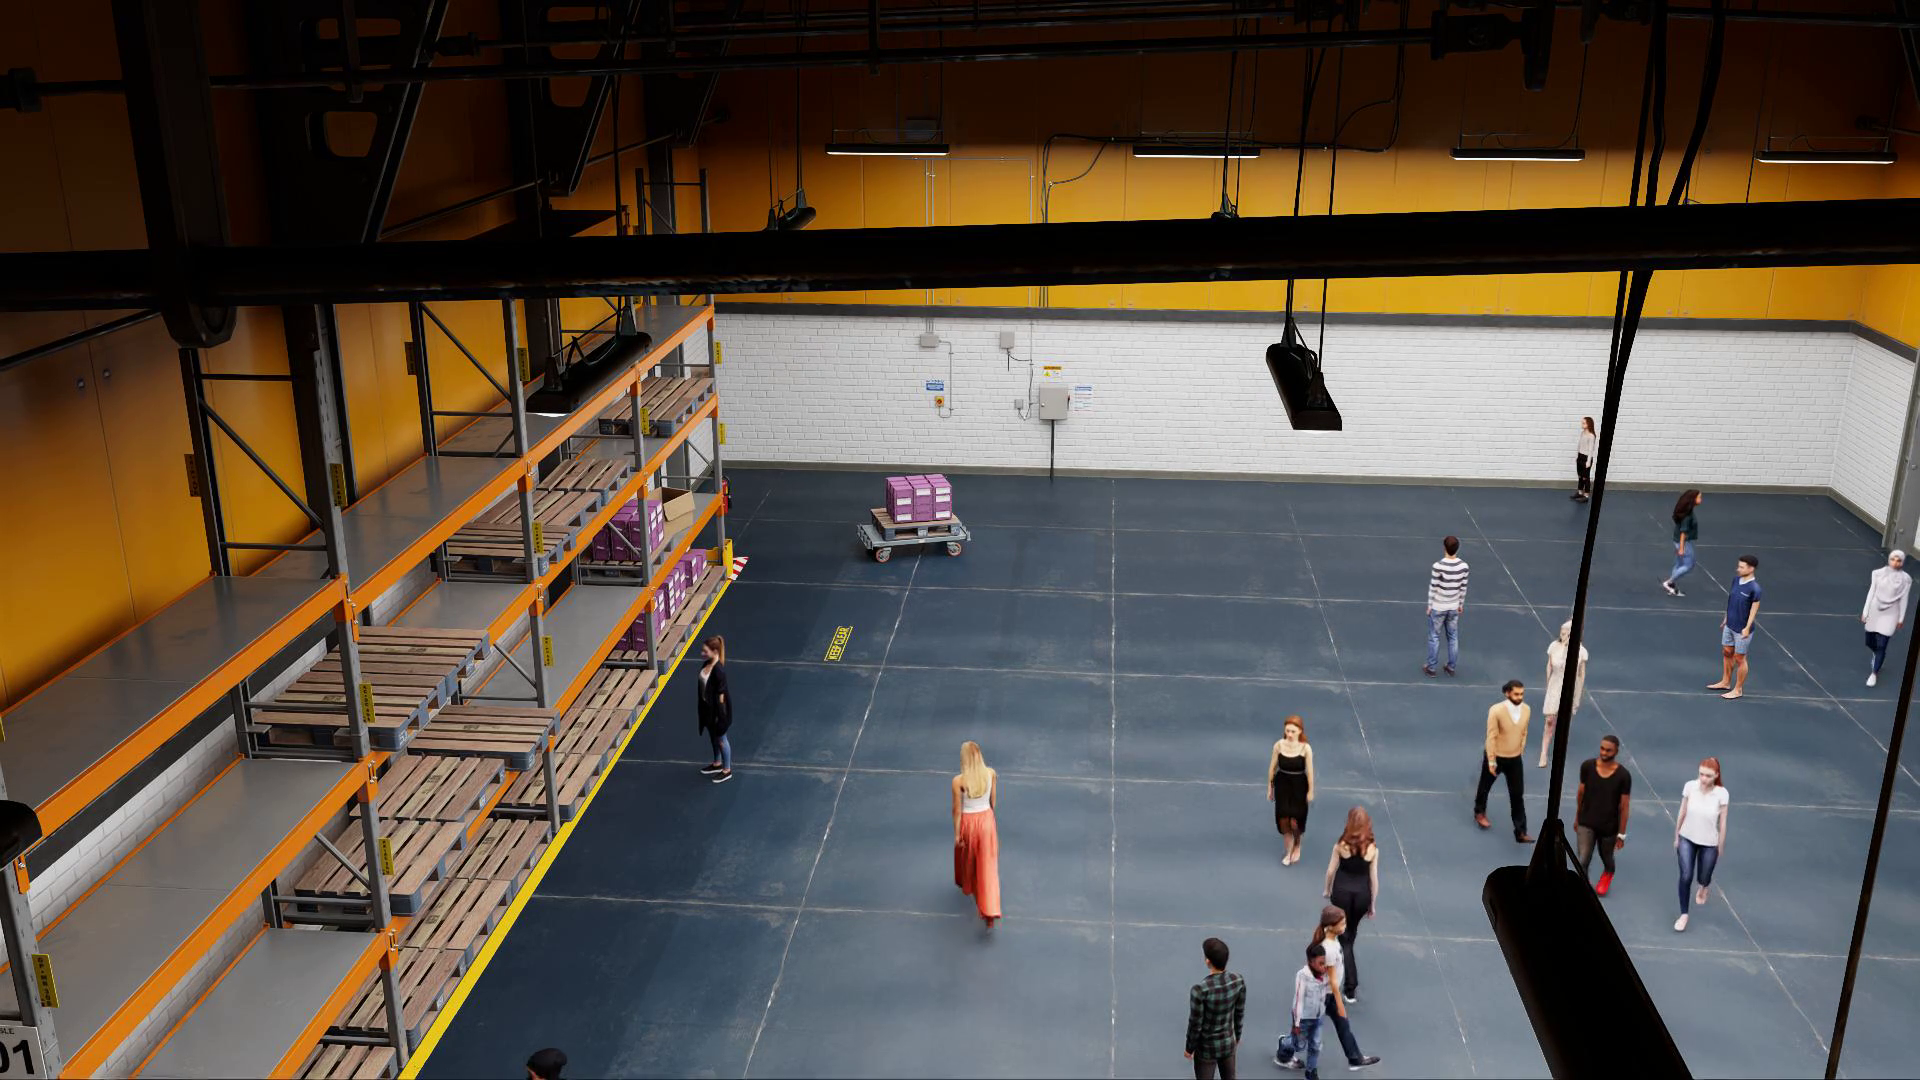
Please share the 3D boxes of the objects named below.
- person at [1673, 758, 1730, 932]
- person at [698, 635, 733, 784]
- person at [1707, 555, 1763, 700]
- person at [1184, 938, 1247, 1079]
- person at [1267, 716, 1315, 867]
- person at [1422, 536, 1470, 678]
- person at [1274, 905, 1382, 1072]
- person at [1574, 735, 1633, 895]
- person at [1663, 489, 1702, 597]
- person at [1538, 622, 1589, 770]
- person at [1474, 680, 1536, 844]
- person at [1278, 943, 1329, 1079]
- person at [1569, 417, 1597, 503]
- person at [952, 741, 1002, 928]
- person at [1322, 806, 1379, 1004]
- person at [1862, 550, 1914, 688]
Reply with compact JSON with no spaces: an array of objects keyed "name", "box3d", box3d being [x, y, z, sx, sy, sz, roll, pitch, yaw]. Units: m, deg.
[{"name":"person","box3d":[6.933,2.805,15.577,0.815,1.720,0.960,13,22,33]},{"name":"person","box3d":[-2.702,1.856,18.441,0.779,1.691,0.692,-11,22,-30]},{"name":"person","box3d":[9.659,1.048,20.602,0.742,1.843,0.590,-4,19,-10]},{"name":"person","box3d":[1.994,3.850,12.872,0.748,1.714,0.703,-8,20,-22]},{"name":"person","box3d":[3.356,2.483,16.705,0.684,1.611,0.702,8,20,24]},{"name":"person","box3d":[6.189,0.844,21.202,0.686,1.847,0.621,-3,19,-9]},{"name":"person","box3d":[2.857,3.643,13.407,0.676,1.516,1.025,3,19,10]},{"name":"person","box3d":[6.134,2.677,15.862,1.048,1.781,1.246,13,23,34]},{"name":"person","box3d":[10.329,0.044,23.957,0.730,1.605,0.629,8,20,22]},{"name":"person","box3d":[6.857,1.722,18.839,0.897,1.692,1.177,10,21,27]},{"name":"person","box3d":[5.586,2.246,17.261,0.855,1.705,1.213,-3,19,-9]},{"name":"person","box3d":[2.781,3.782,13.415,0.659,1.249,0.799,-7,20,-20]},{"name":"person","box3d":[10.684,-1.390,28.409,0.650,1.482,0.508,-4,19,-13]},{"name":"person","box3d":[0.189,2.785,15.590,0.936,1.750,1.352,-4,19,-13]},{"name":"person","box3d":[3.405,3.189,14.476,0.629,1.694,1.184,1,19,2]},{"name":"person","box3d":[11.691,0.946,21.033,0.940,1.760,1.045,16,24,39]}]
